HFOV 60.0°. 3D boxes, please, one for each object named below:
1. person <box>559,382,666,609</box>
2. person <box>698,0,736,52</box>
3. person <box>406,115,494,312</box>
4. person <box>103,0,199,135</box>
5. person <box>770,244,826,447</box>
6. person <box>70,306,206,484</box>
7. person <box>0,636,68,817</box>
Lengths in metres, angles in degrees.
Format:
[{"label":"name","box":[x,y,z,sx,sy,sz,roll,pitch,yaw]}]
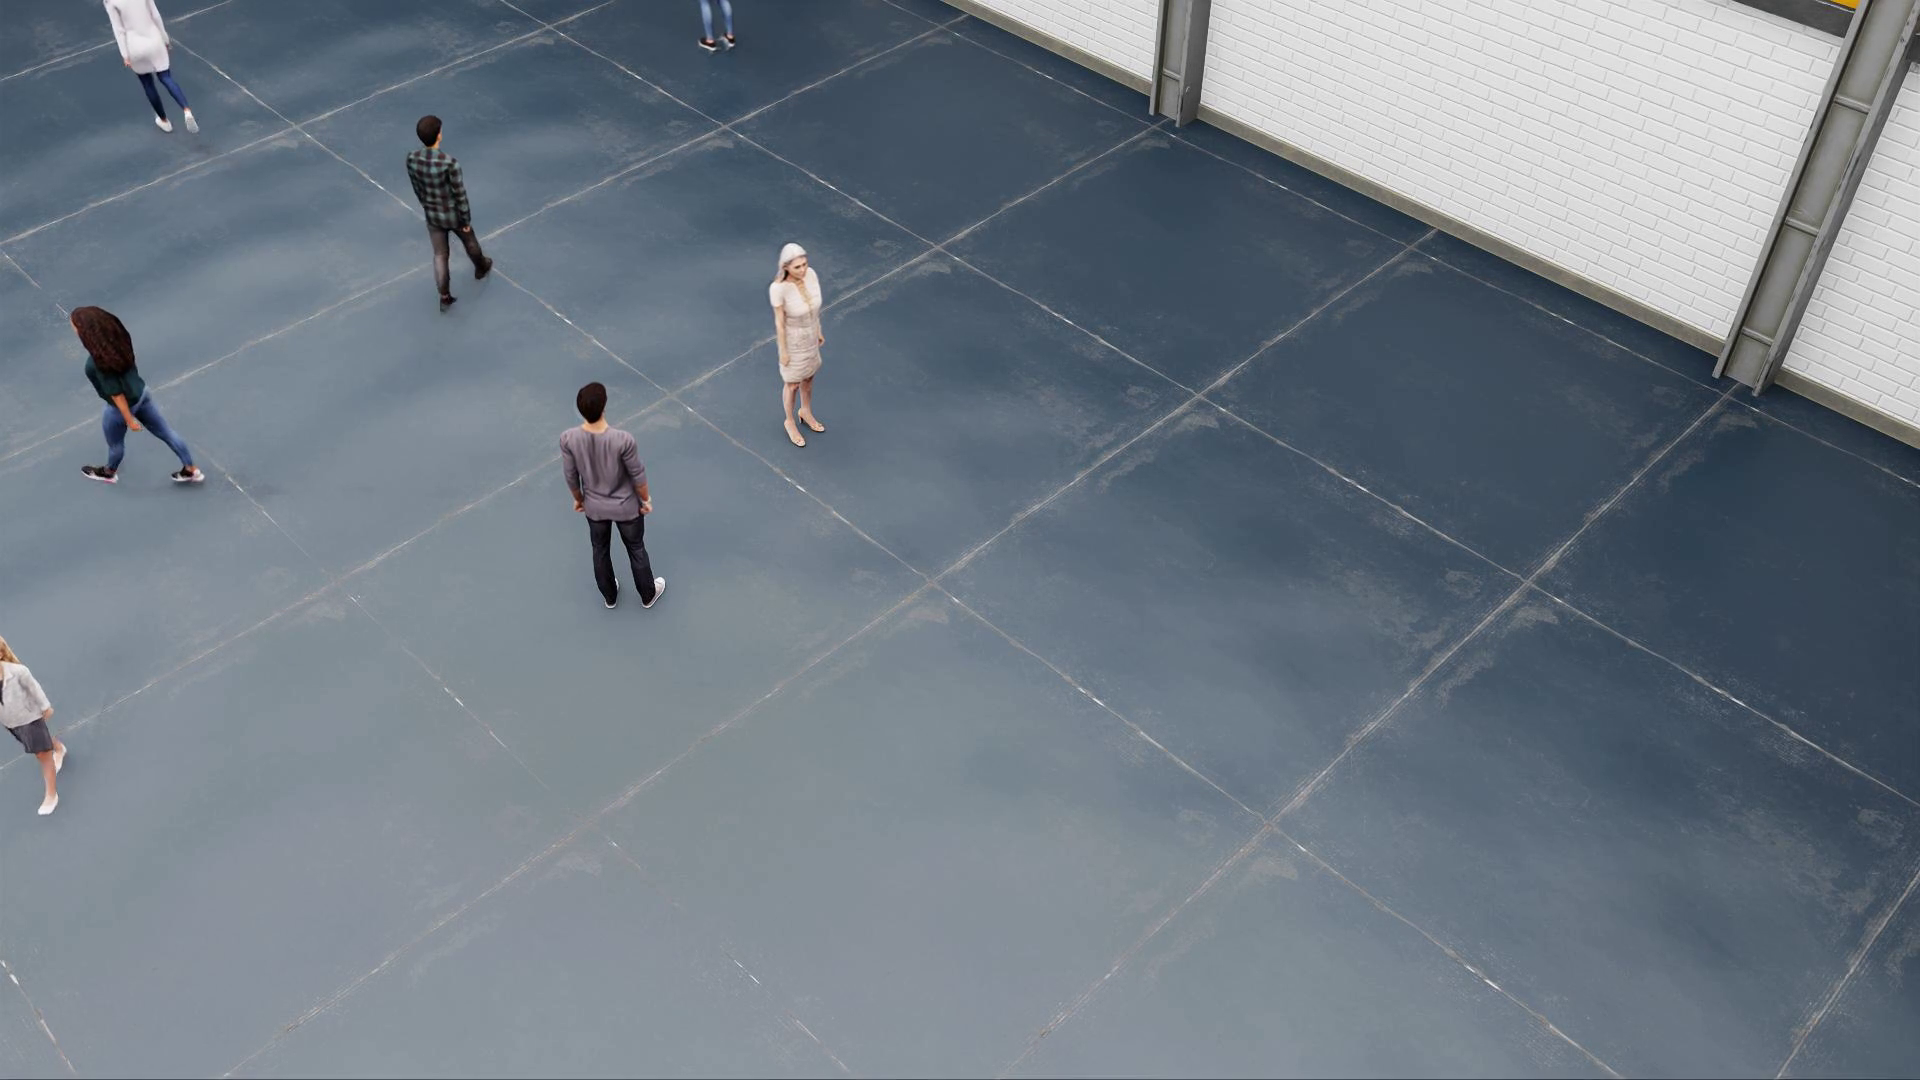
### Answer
[{"label":"person","box":[-2.334,-0.273,11.091,0.714,1.851,0.790,2,44,2]},{"label":"person","box":[-2.574,-5.879,17.101,0.698,1.677,0.667,-20,47,-20]},{"label":"person","box":[-4.319,-2.700,13.841,1.138,1.689,1.129,5,44,5]},{"label":"person","box":[-7.656,-4.615,15.716,0.612,1.758,0.935,-35,53,-31]},{"label":"person","box":[-1.203,-1.471,12.433,0.566,1.735,0.612,30,51,28]},{"label":"person","box":[-5.941,-1.001,12.053,1.126,1.579,1.041,2,44,2]},{"label":"person","box":[-5.734,1.019,10.172,0.807,1.247,0.892,-3,44,-3]}]
